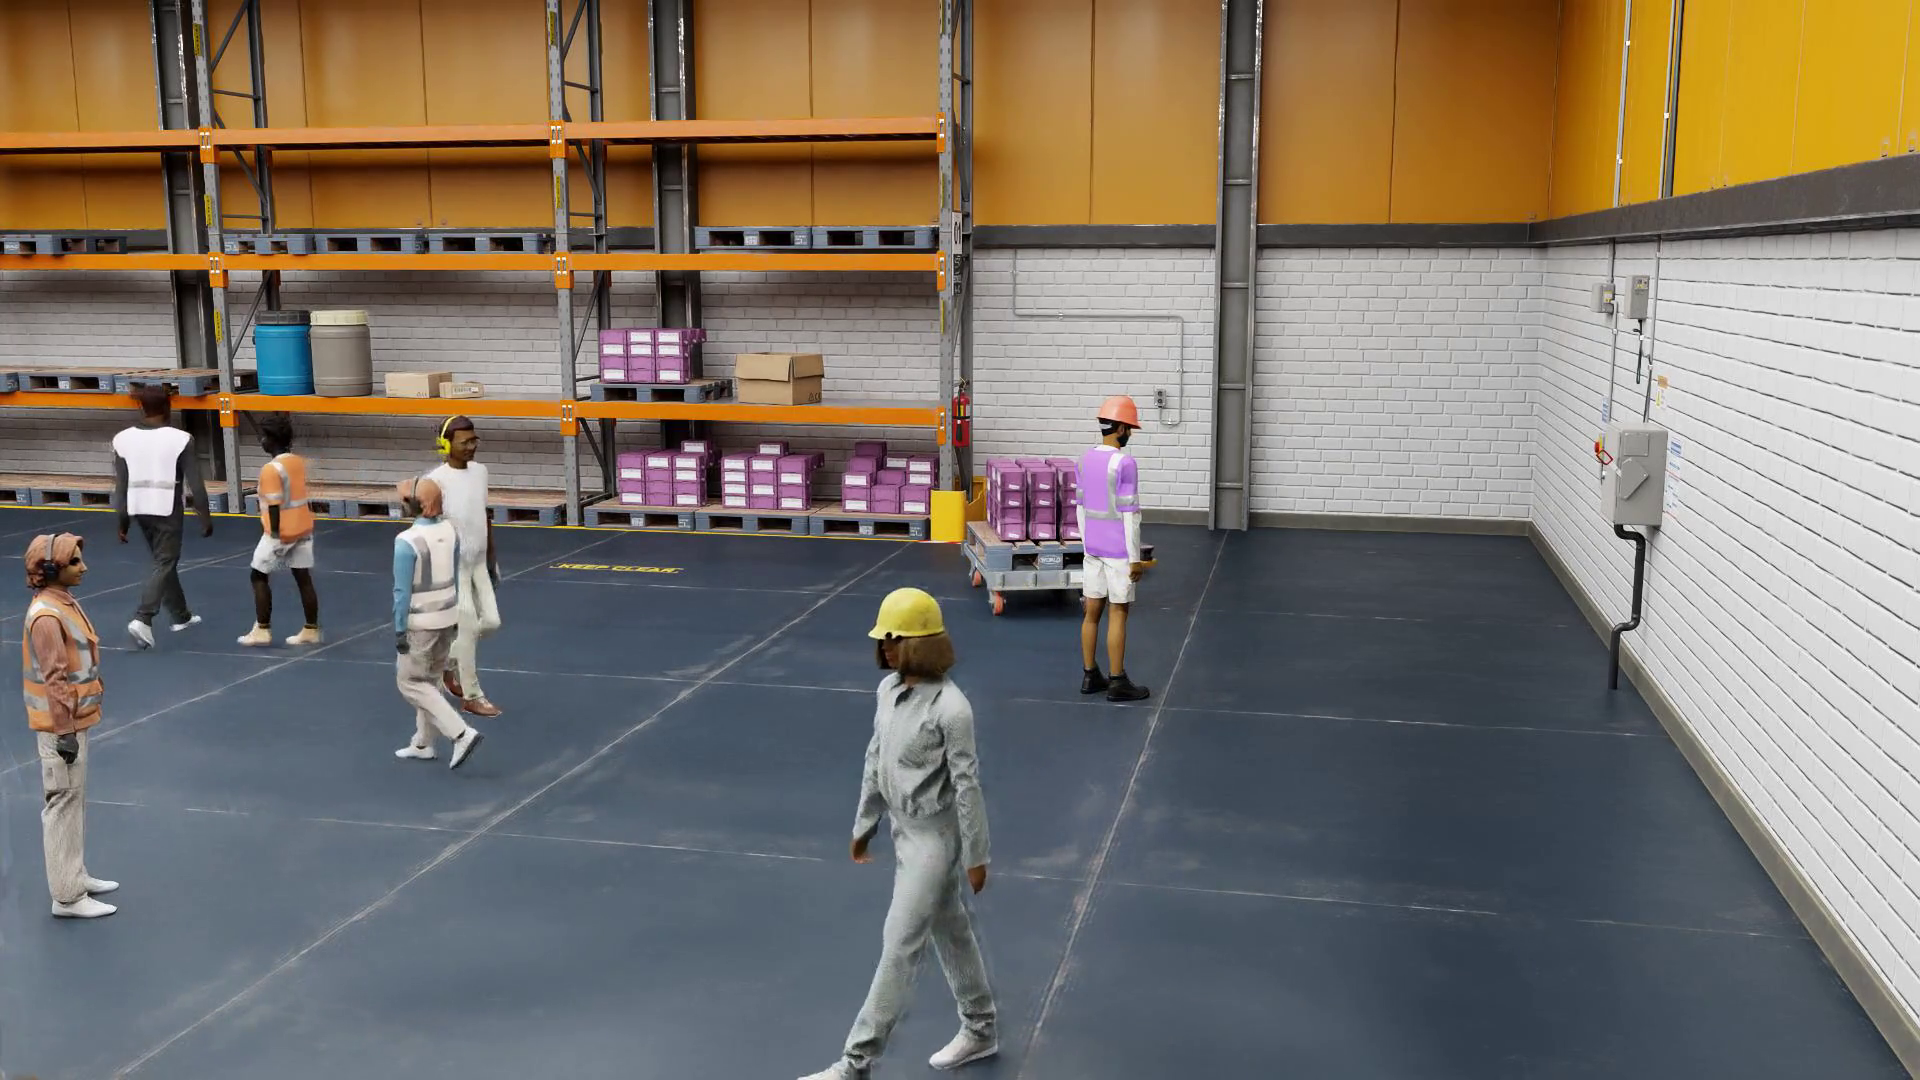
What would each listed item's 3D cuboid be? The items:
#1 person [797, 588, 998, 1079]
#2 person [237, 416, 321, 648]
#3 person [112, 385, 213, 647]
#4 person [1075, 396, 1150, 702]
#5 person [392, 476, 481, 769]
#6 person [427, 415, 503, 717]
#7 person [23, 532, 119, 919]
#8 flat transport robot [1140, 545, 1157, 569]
[{"bbox_3d":[-0.217,1.004,5.523,0.876,1.699,0.505,-5,11,-29],"label":"person"},{"bbox_3d":[-4.919,-0.052,11.910,0.598,1.679,0.547,1,10,9],"label":"person"},{"bbox_3d":[-5.861,-0.188,12.130,0.608,1.878,1.004,1,10,6],"label":"person"},{"bbox_3d":[0.969,0.054,10.521,0.369,1.929,0.542,-7,12,-35],"label":"person"},{"bbox_3d":[-2.882,0.453,9.058,0.623,1.624,0.533,3,10,18],"label":"person"},{"bbox_3d":[-3.054,0.150,10.177,0.538,1.853,0.536,4,11,25],"label":"person"},{"bbox_3d":[-3.795,0.781,7.068,0.307,1.639,0.525,-4,10,-24],"label":"person"},{"bbox_3d":[1.015,0.106,15.107,1.431,0.197,0.652,8,12,39],"label":"flat transport robot"}]
